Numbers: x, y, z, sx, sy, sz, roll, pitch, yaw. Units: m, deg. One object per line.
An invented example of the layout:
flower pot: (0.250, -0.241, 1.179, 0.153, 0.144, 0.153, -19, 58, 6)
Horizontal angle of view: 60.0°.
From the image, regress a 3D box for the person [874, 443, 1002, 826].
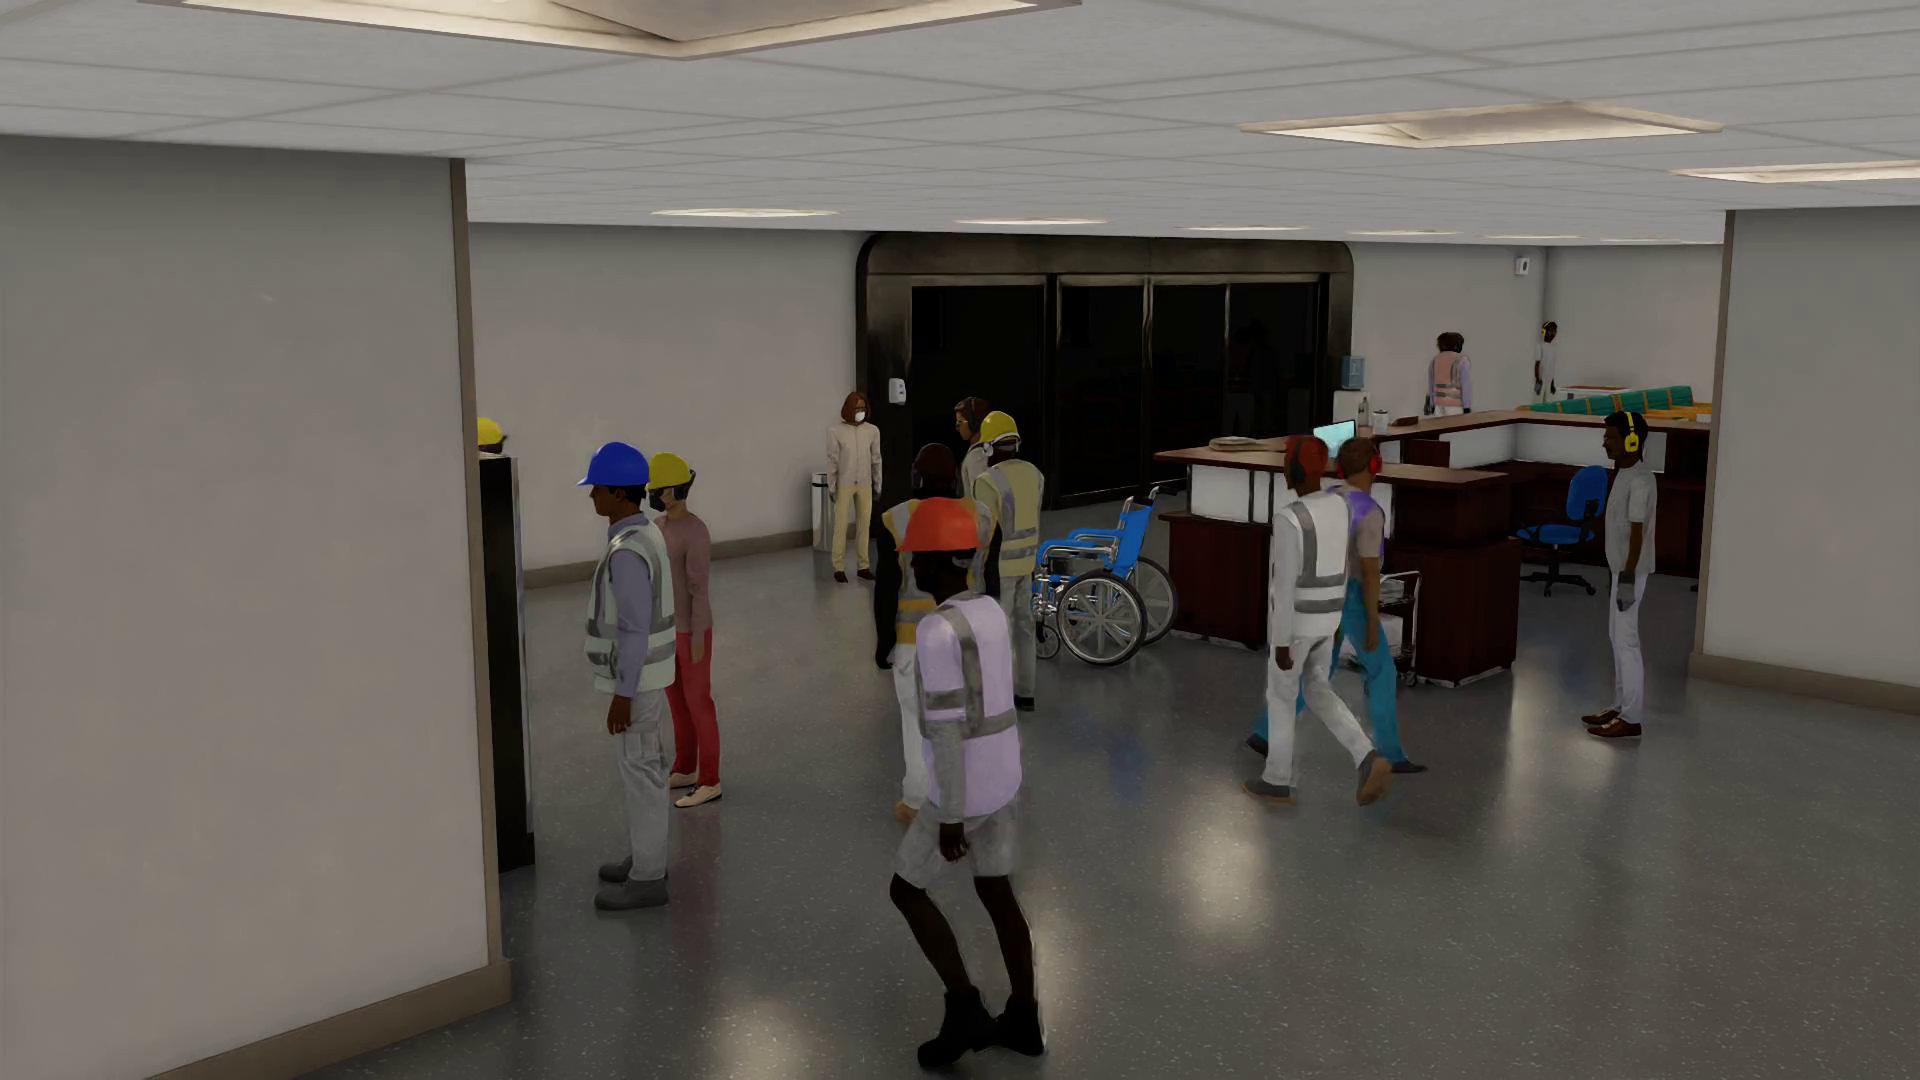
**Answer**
person: (-0.114, 0.453, 7.945, 0.631, 1.841, 0.429, -3, 10, -19)

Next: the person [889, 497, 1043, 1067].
person: (0.022, 0.813, 5.573, 0.567, 1.901, 0.563, 5, 10, 26)

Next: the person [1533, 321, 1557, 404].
person: (8.893, -2.385, 25.277, 0.517, 1.865, 0.328, -8, 13, -42)

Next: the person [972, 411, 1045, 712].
person: (0.251, 0.152, 9.825, 0.403, 1.826, 0.595, 7, 11, 36)

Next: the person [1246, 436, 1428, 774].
person: (1.997, 0.354, 8.738, 0.889, 1.801, 0.582, -2, 10, -14)

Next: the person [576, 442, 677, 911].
person: (-1.374, 0.562, 6.945, 0.389, 1.949, 0.602, -1, 9, -6)

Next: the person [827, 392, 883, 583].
person: (-0.893, -0.446, 14.131, 0.504, 1.627, 0.285, -5, 10, -27)

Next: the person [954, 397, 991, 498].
person: (0.111, -0.008, 10.763, 0.346, 1.841, 0.506, 2, 9, 12)

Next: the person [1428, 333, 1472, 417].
person: (6.304, -1.734, 21.354, 0.430, 1.845, 0.624, -6, 11, -32)

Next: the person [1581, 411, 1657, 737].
person: (3.775, 0.196, 9.468, 0.326, 1.862, 0.508, 2, 10, 13)

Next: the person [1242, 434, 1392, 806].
person: (1.733, 0.416, 8.100, 0.585, 1.866, 0.718, -8, 12, -40)

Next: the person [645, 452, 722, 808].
person: (-1.413, 0.440, 8.277, 0.334, 1.763, 0.522, -7, 12, -37)
